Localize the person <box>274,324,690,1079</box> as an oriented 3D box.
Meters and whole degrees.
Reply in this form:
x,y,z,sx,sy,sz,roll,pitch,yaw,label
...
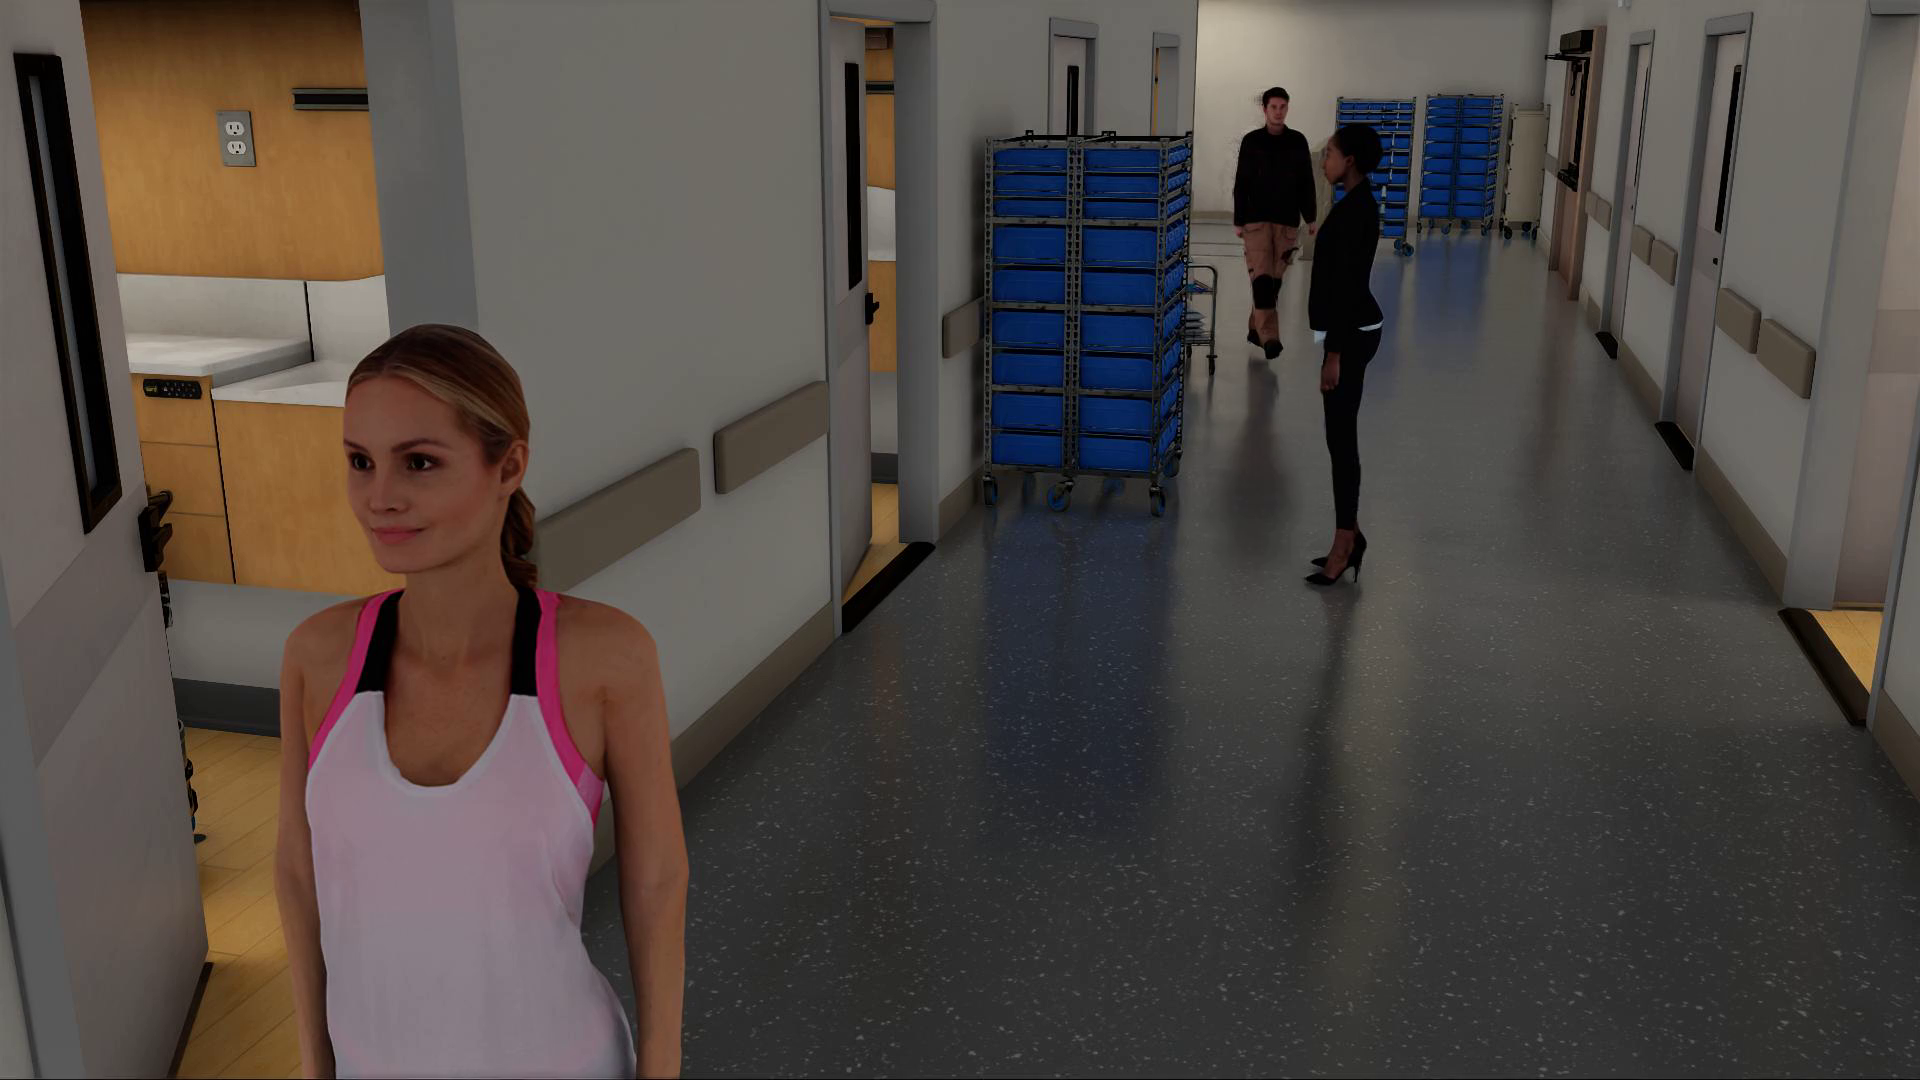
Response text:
x,y,z,sx,sy,sz,roll,pitch,yaw,label
-0.521,0.644,1.886,0.639,1.788,0.572,1,16,5,person

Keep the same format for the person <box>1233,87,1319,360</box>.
x,y,z,sx,sy,sz,roll,pitch,yaw,label
2.238,-2.258,12.024,0.999,1.872,1.325,-1,16,-5,person

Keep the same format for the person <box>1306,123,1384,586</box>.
x,y,z,sx,sy,sz,roll,pitch,yaw,label
1.565,-0.739,6.711,0.659,1.832,0.445,4,16,13,person
